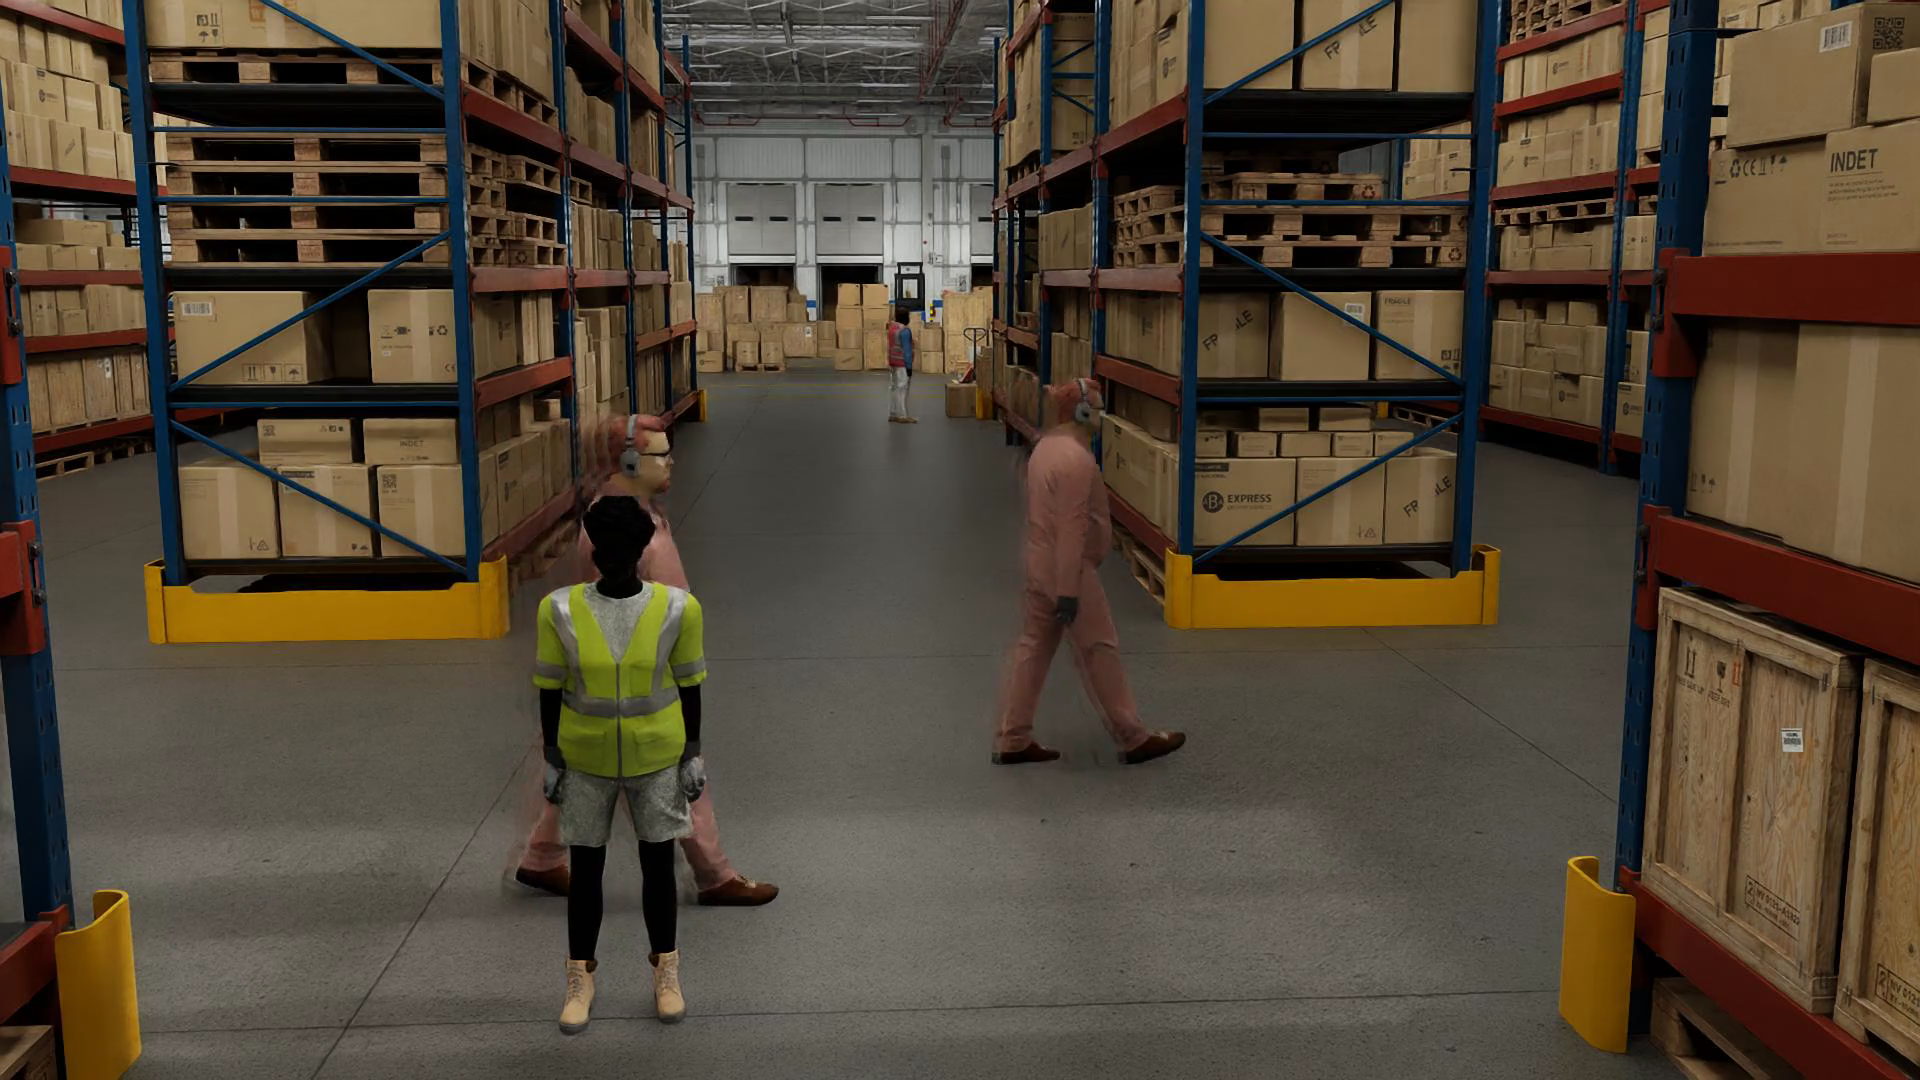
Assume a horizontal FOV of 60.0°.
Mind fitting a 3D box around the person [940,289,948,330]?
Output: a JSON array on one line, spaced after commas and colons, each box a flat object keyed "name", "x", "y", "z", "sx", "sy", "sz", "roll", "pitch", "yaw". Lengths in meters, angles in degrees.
[{"name": "person", "x": -0.408, "y": -7.054, "z": 53.158, "sx": 0.811, "sy": 1.914, "sz": 0.556, "roll": -2, "pitch": 9, "yaw": -10}]

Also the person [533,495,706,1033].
[{"name": "person", "x": -1.057, "y": 0.691, "z": 5.208, "sx": 0.531, "sy": 1.692, "sz": 0.322, "roll": -2, "pitch": 9, "yaw": -10}]

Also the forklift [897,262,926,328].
[{"name": "forklift", "x": -1.780, "y": -8.547, "z": 59.499, "sx": 1.129, "sy": 2.768, "sz": 1.873, "roll": -1, "pitch": 9, "yaw": -4}]

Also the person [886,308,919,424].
[{"name": "person", "x": -0.939, "y": -2.775, "z": 26.570, "sx": 0.432, "sy": 1.825, "sz": 0.665, "roll": -5, "pitch": 10, "yaw": -30}]

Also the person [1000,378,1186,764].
[{"name": "person", "x": 0.621, "y": 0.164, "z": 7.966, "sx": 0.937, "sy": 1.861, "sz": 0.684, "roll": -2, "pitch": 9, "yaw": -13}]

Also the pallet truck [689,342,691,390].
[{"name": "pallet truck", "x": -5.225, "y": -3.008, "z": 27.480, "sx": 1.885, "sy": 1.965, "sz": 0.823, "roll": 2, "pitch": 9, "yaw": 14}]

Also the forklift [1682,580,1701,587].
[{"name": "forklift", "x": 4.498, "y": -0.343, "z": 7.982, "sx": 1.873, "sy": 2.768, "sz": 1.129, "roll": -3, "pitch": 10, "yaw": -18}]

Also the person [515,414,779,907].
[{"name": "person", "x": -1.228, "y": 0.457, "z": 6.174, "sx": 0.984, "sy": 1.866, "sz": 0.644, "roll": -1, "pitch": 9, "yaw": -7}]
